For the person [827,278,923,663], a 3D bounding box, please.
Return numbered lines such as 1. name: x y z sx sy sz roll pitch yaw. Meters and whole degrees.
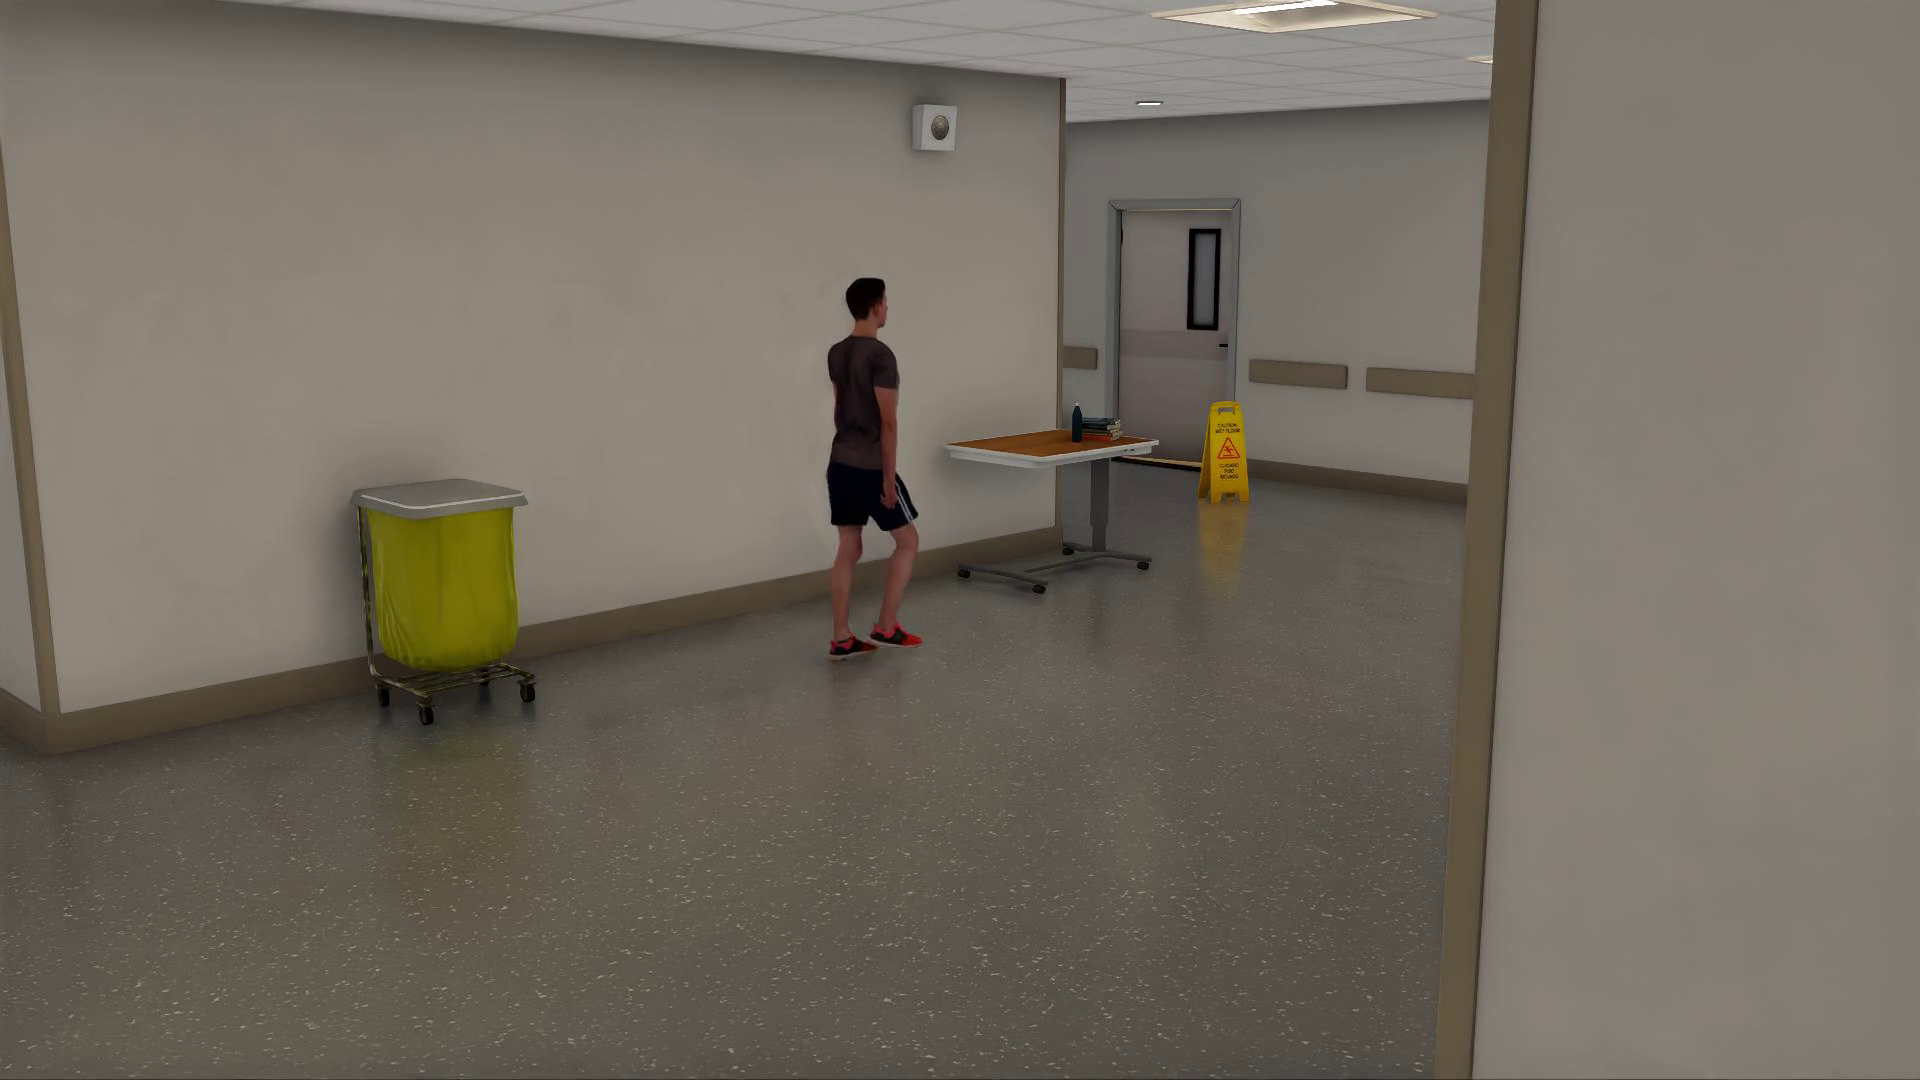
1. person: -0.528 -0.309 7.942 0.729 1.832 0.649 -10 15 -43
